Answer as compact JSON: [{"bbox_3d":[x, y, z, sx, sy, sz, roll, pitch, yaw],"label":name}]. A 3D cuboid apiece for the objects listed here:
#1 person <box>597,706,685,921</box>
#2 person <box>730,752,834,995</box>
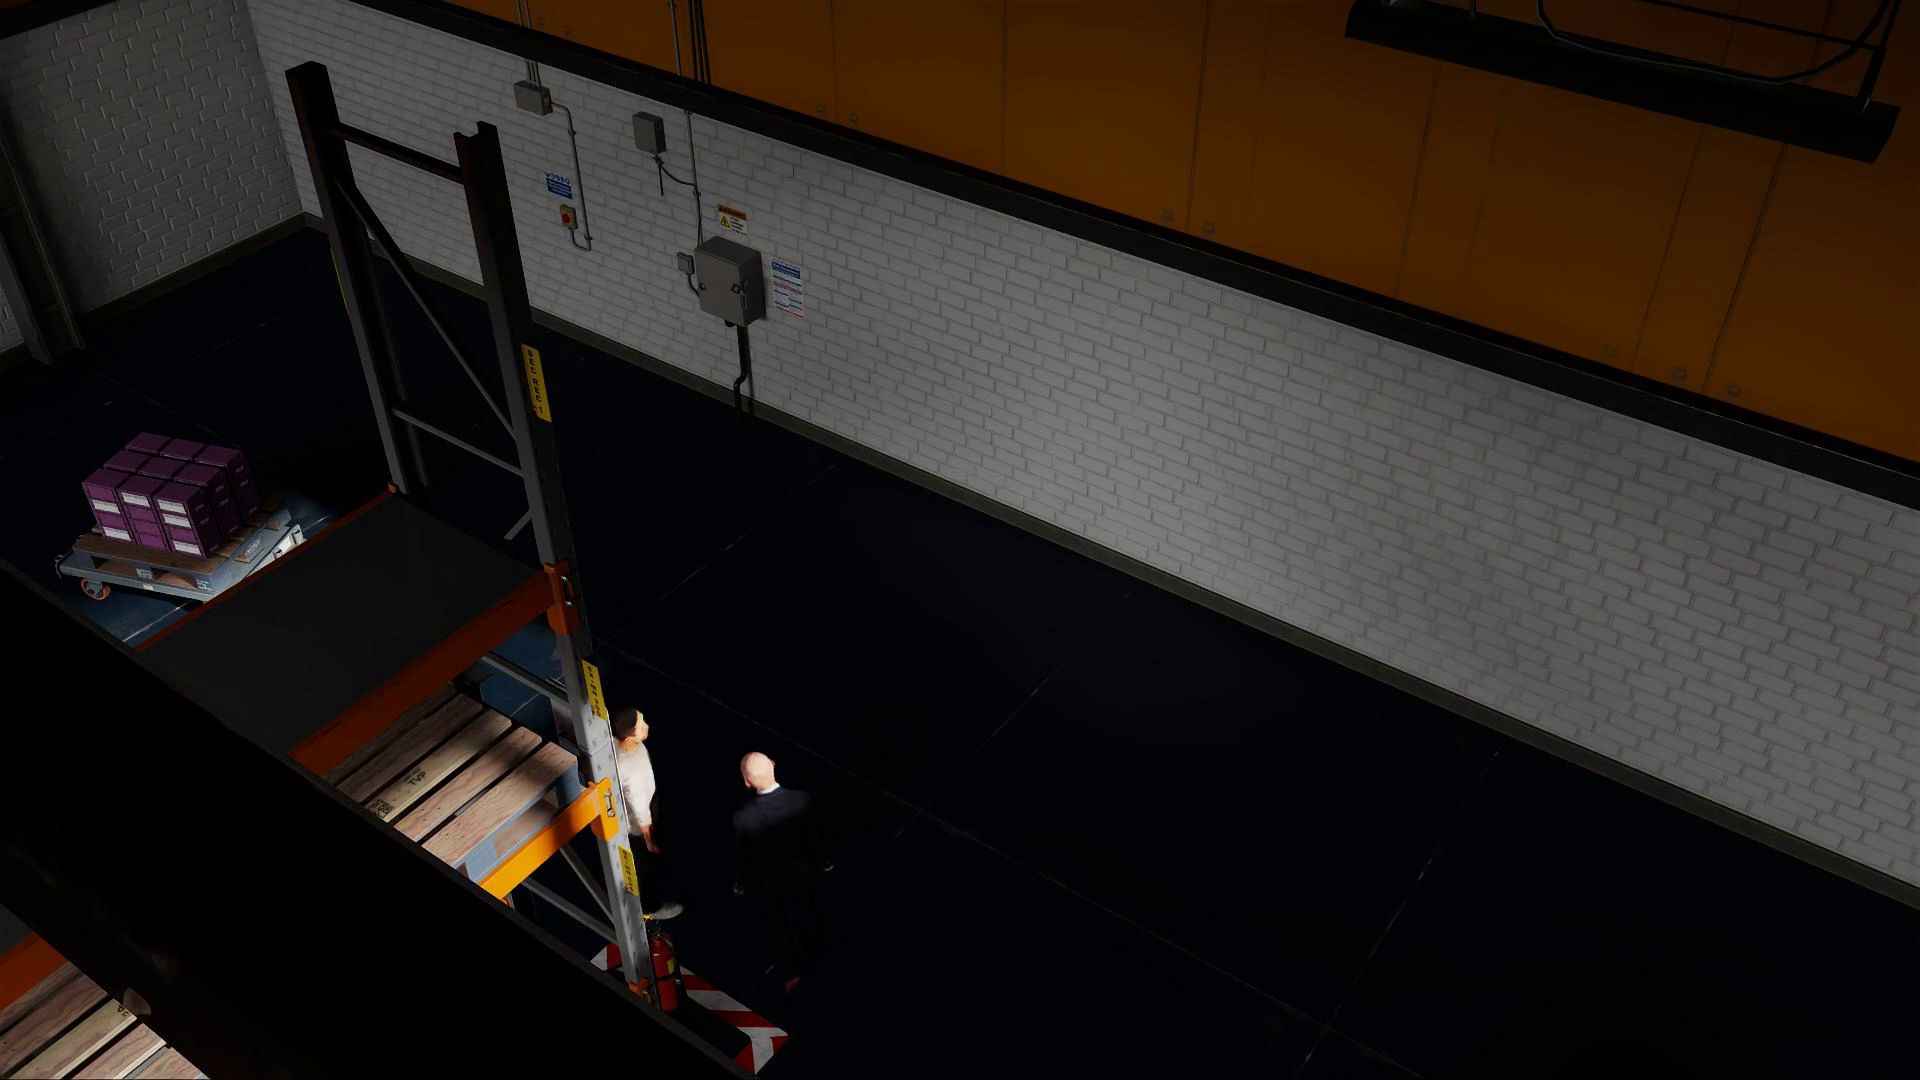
[{"bbox_3d":[-2.034,1.689,9.998,0.944,1.798,0.878,-8,39,-10],"label":"person"},{"bbox_3d":[-1.028,1.967,9.666,1.024,1.776,1.080,-5,39,-7],"label":"person"}]
